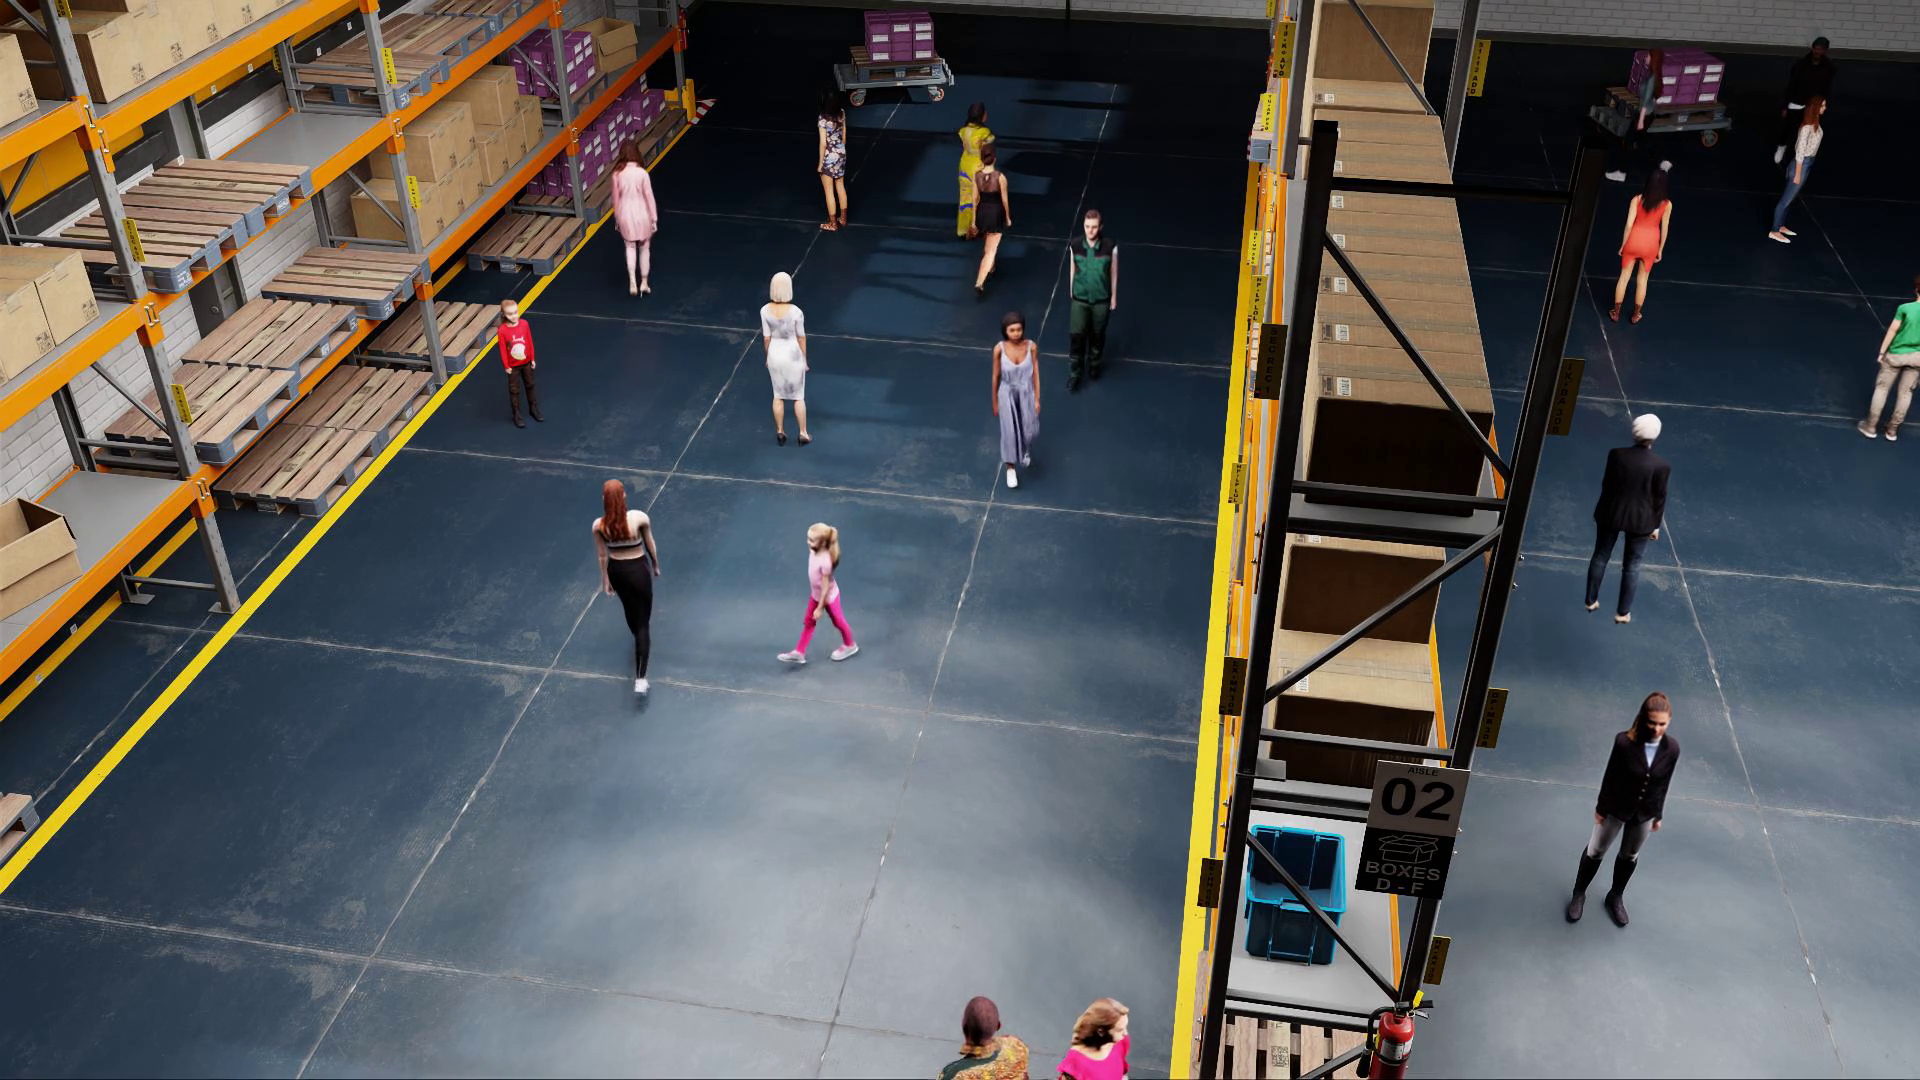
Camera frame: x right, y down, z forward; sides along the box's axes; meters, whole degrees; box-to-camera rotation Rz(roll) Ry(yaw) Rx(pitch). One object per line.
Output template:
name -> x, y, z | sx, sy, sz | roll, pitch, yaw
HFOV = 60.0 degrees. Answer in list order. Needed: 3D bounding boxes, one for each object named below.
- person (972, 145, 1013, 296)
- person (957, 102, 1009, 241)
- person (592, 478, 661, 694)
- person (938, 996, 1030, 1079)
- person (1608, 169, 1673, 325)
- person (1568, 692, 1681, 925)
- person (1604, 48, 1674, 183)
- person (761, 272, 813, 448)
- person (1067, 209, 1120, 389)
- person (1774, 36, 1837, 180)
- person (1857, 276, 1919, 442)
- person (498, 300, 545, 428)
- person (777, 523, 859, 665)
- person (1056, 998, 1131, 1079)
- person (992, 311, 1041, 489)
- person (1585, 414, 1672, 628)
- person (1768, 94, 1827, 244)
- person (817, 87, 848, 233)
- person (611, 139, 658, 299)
person -> 0.305, -3.490, 18.281 | 0.789, 1.636, 1.164 | 16, 37, 23
person -> 0.149, -4.270, 19.451 | 1.061, 1.640, 0.977 | -29, 43, -36
person -> -2.455, 0.355, 12.432 | 0.768, 1.706, 1.216 | -2, 34, -2
person -> 0.171, 3.072, 8.302 | 1.179, 1.754, 1.215 | -26, 42, -33
person -> 7.222, -3.111, 17.634 | 0.616, 1.719, 0.552 | 10, 35, 15
person -> 4.178, 1.692, 10.401 | 0.561, 1.729, 0.542 | 5, 34, 7
person -> 8.678, -5.297, 20.917 | 0.866, 1.726, 1.019 | 17, 37, 24
person -> -1.610, -1.668, 15.435 | 0.553, 1.752, 0.494 | 5, 34, 8
person -> 1.336, -2.458, 16.563 | 0.650, 1.819, 0.838 | 5, 34, 7
person -> 10.766, -5.543, 21.219 | 0.757, 1.802, 0.933 | 11, 35, 16
person -> 8.861, -1.705, 15.587 | 0.593, 1.645, 0.561 | 10, 35, 15
person -> -4.232, -1.716, 15.932 | 0.559, 1.282, 0.626 | -25, 41, -32
person -> -0.979, 0.412, 12.765 | 0.885, 1.243, 0.862 | -18, 38, -25
person -> 0.574, 2.922, 8.577 | 0.802, 1.699, 0.852 | -26, 41, -33
person -> 0.500, -1.303, 14.944 | 0.695, 1.687, 0.841 | -2, 34, -2
person -> 4.984, -0.148, 12.335 | 0.812, 1.781, 0.738 | 22, 39, 29
person -> 9.860, -4.382, 19.540 | 0.713, 1.728, 0.600 | 24, 40, 31
person -> -1.514, -4.524, 19.747 | 0.740, 1.733, 0.621 | 25, 41, 32
person -> -3.546, -3.423, 18.041 | 0.701, 1.788, 0.813 | 0, 34, 0
